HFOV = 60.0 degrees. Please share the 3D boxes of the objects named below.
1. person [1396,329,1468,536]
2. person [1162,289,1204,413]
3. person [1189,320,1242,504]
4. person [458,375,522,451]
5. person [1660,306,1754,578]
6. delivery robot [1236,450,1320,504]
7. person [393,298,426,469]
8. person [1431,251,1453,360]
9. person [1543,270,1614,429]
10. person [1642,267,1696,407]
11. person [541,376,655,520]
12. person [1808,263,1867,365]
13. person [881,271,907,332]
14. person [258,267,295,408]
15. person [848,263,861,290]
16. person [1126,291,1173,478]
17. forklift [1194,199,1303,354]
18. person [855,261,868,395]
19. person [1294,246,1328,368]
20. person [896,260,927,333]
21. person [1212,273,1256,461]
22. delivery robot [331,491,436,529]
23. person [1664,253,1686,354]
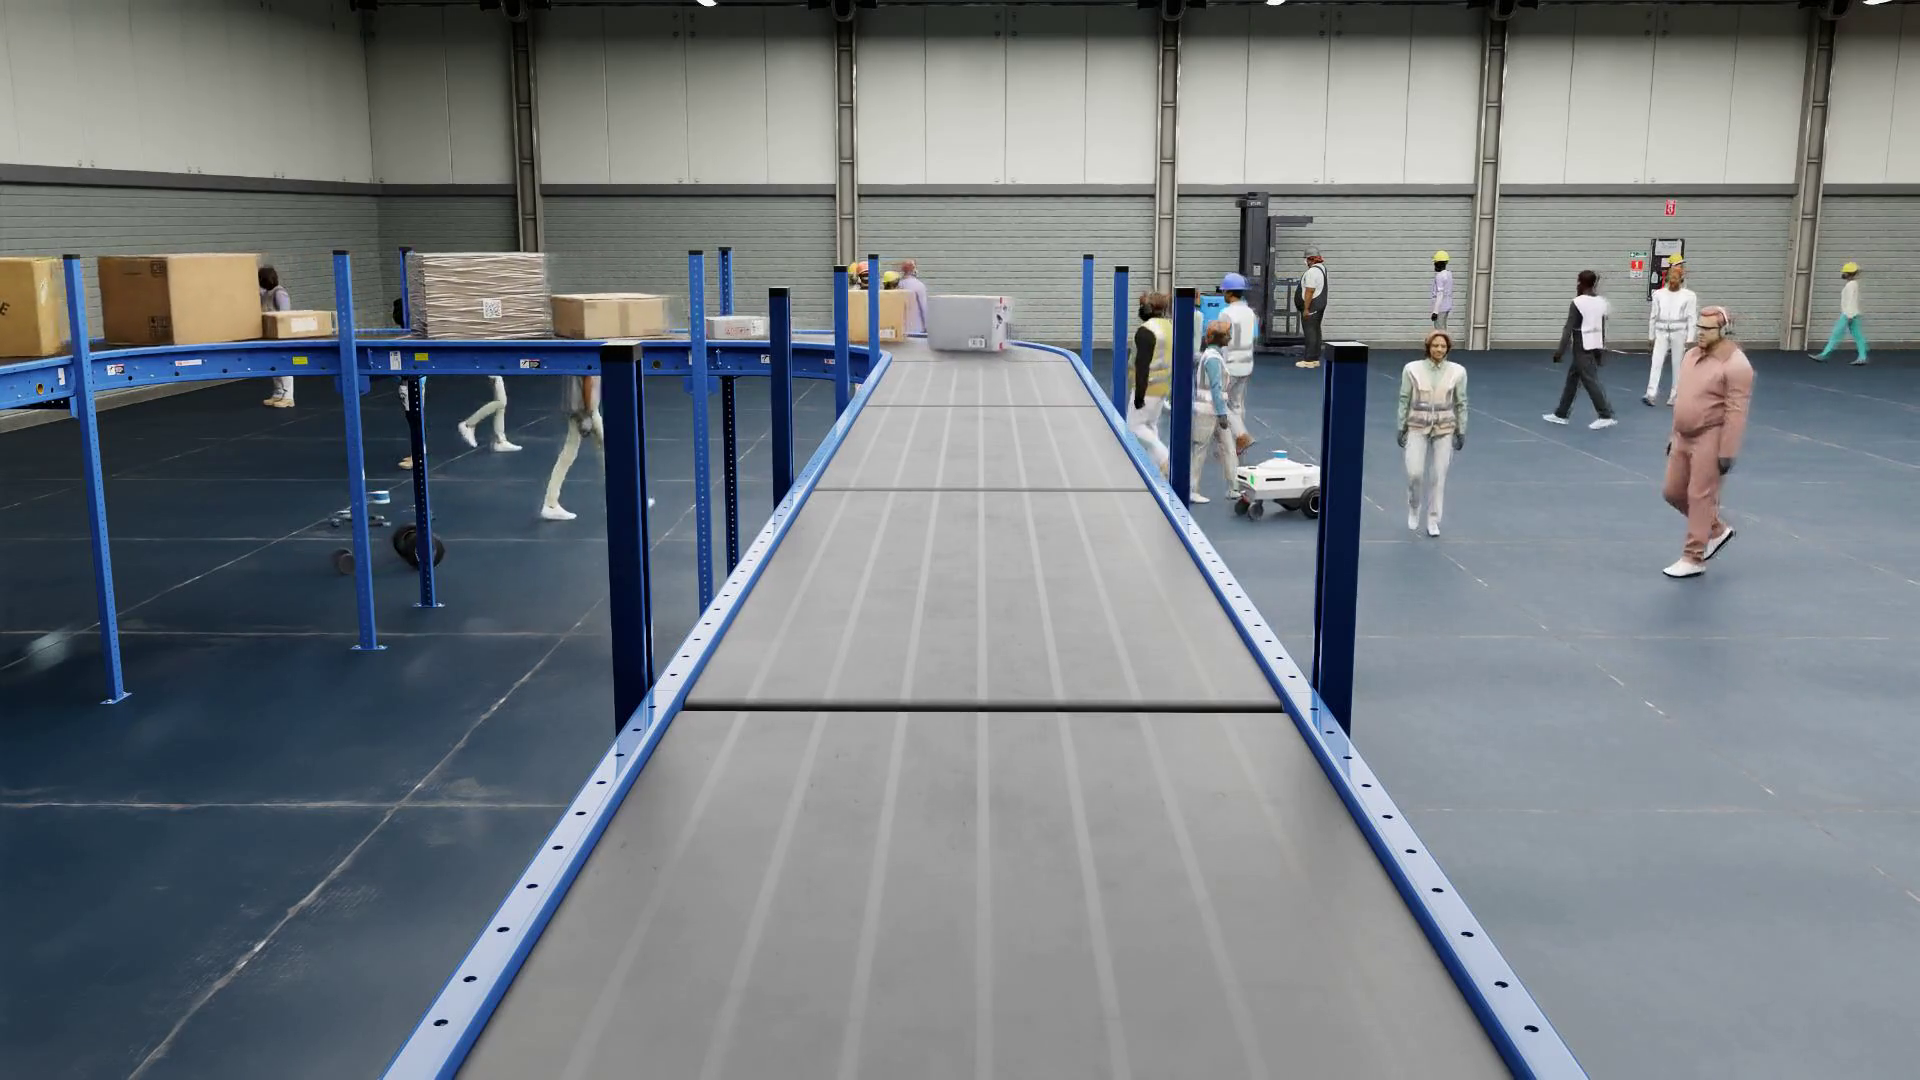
[{"bbox_3d":[3.715,-0.840,13.094,0.541,1.626,0.372,3,11,13],"label":"person"},{"bbox_3d":[2.921,-2.452,21.490,0.875,1.590,0.509,-9,14,-38],"label":"person"},{"bbox_3d":[2.303,-1.106,14.502,0.774,1.603,0.548,2,11,12],"label":"person"},{"bbox_3d":[-5.037,-1.854,17.753,0.542,1.848,0.542,-1,11,-7],"label":"person"},{"bbox_3d":[5.222,-0.689,11.634,0.549,1.892,0.670,-2,11,-12],"label":"person"},{"bbox_3d":[2.703,-0.513,14.059,0.707,0.478,0.477,-3,11,-15],"label":"delivery robot"},{"bbox_3d":[-5.526,-1.571,16.687,0.318,1.697,0.535,-2,11,-8],"label":"person"},{"bbox_3d":[8.119,-3.916,28.141,0.367,1.927,0.584,6,13,29],"label":"person"},{"bbox_3d":[7.502,-2.295,19.967,0.605,1.877,0.988,-9,14,-39],"label":"person"},{"bbox_3d":[9.380,-2.672,21.981,0.603,1.832,0.964,8,14,36],"label":"person"},{"bbox_3d":[-3.096,-1.086,13.880,0.978,1.821,0.519,-8,13,-34],"label":"person"},{"bbox_3d":[14.988,-3.829,28.205,0.918,1.715,0.547,8,14,35],"label":"person"},{"bbox_3d":[-0.880,-2.959,23.708,0.657,1.746,0.529,8,14,36],"label":"person"},{"bbox_3d":[-9.081,-2.685,22.053,0.430,1.838,0.624,-9,14,-39],"label":"person"},{"bbox_3d":[-1.609,-3.418,25.957,0.934,1.787,0.586,0,11,3],"label":"person"},{"bbox_3d":[1.799,-1.407,15.515,0.487,1.822,0.639,6,12,27],"label":"person"},{"bbox_3d":[5.313,-4.851,30.603,1.873,2.768,1.129,0,11,1],"label":"forklift"},{"bbox_3d":[-1.071,-2.243,19.397,0.609,1.985,0.398,-3,11,-16],"label":"person"},{"bbox_3d":[5.882,-3.916,27.958,0.536,2.000,0.677,7,13,31],"label":"person"},{"bbox_3d":[-0.765,-3.309,25.214,0.641,1.864,0.996,10,15,42],"label":"person"},{"bbox_3d":[2.817,-1.767,17.086,0.468,1.928,0.632,9,14,39],"label":"person"},{"bbox_3d":[-4.154,-0.236,11.966,0.698,0.223,0.335,-6,13,-28],"label":"delivery robot"},{"bbox_3d":[13.122,-4.343,30.589,0.403,1.827,0.600,5,12,26],"label":"person"}]
